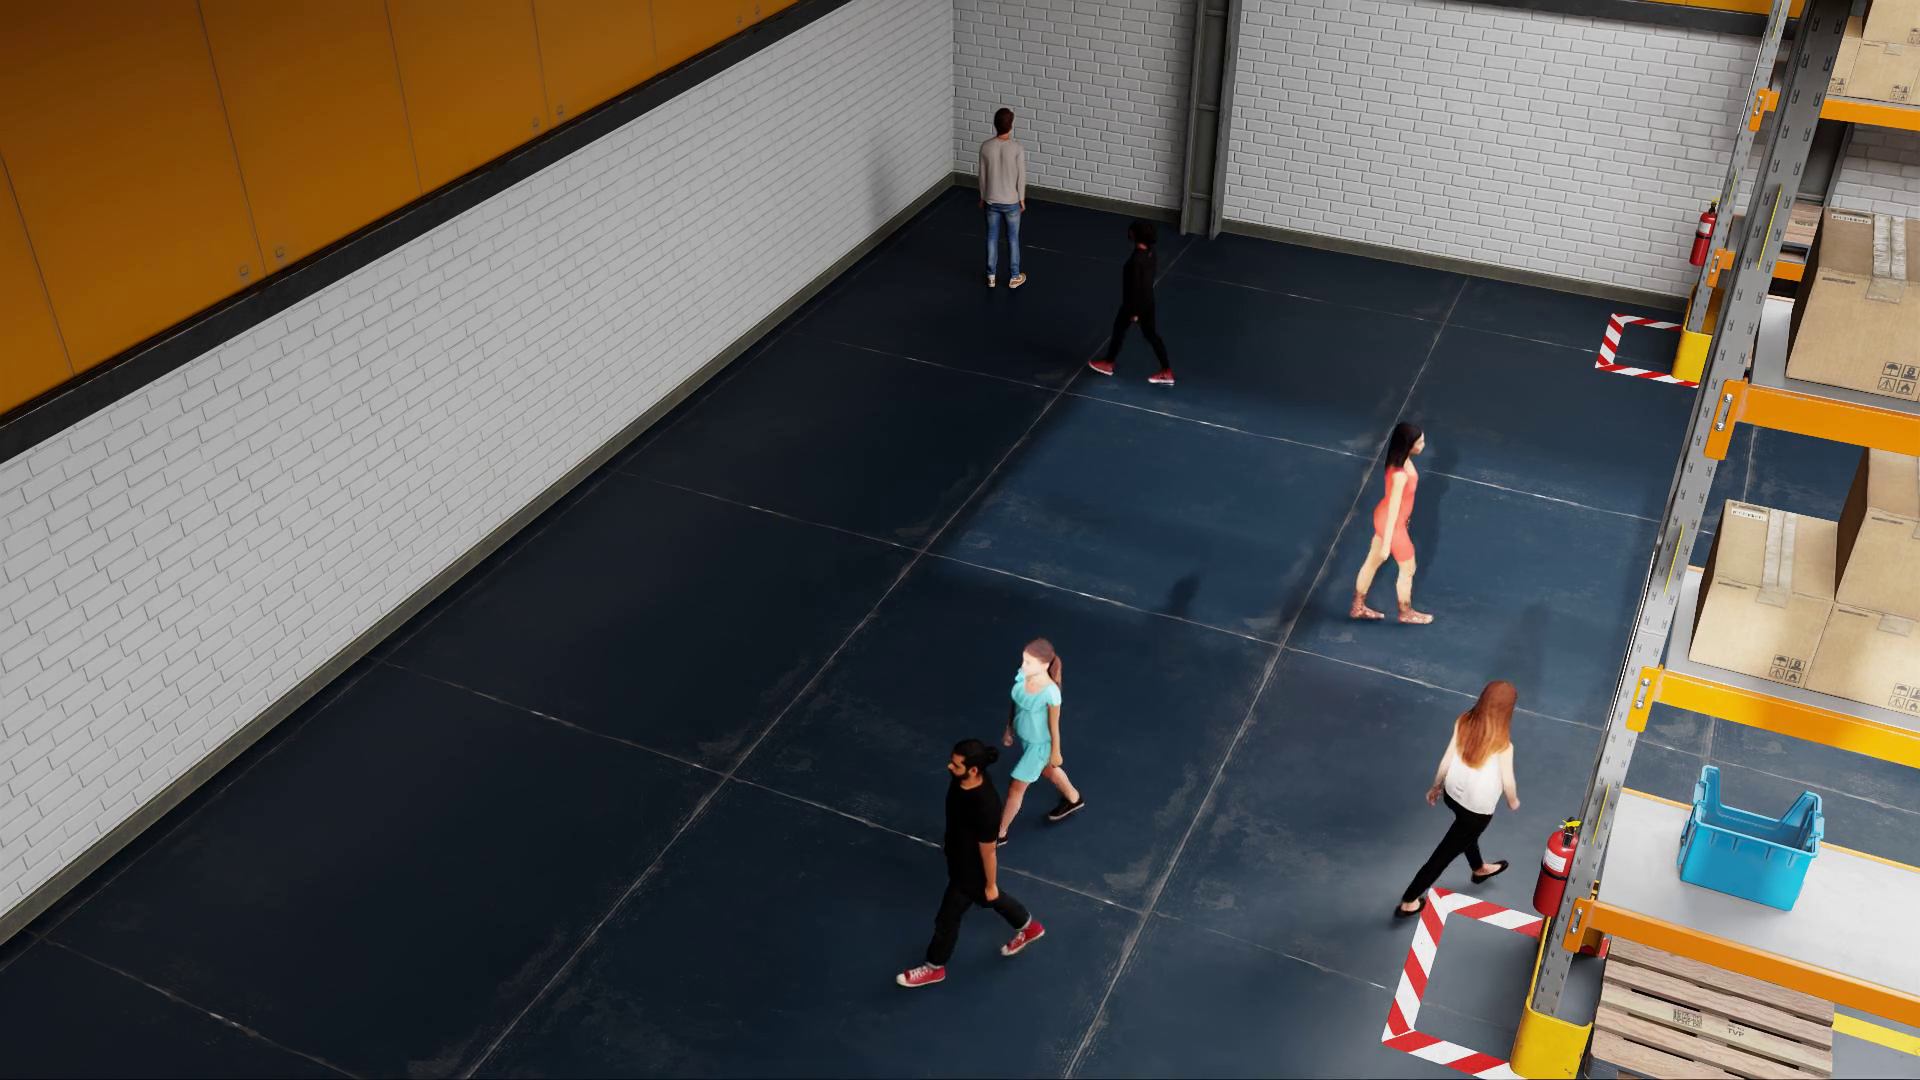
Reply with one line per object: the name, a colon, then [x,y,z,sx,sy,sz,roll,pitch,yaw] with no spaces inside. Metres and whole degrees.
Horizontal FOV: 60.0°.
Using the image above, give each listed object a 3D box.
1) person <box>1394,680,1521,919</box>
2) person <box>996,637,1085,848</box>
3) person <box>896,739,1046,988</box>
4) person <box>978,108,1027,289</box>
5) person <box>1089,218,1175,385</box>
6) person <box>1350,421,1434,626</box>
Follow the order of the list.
person: [2.915,1.587,9.765,1.101,1.670,1.053,-13,36,-19]
person: [0.539,1.239,10.425,1.042,1.519,1.059,-16,37,-23]
person: [0.139,1.804,9.389,1.229,1.725,1.120,-9,35,-13]
person: [0.439,-3.536,17.261,0.582,1.904,0.753,8,34,12]
person: [1.741,-2.174,15.460,1.138,1.631,0.728,20,39,27]
person: [3.097,-0.104,12.282,0.935,1.701,0.786,3,34,4]
